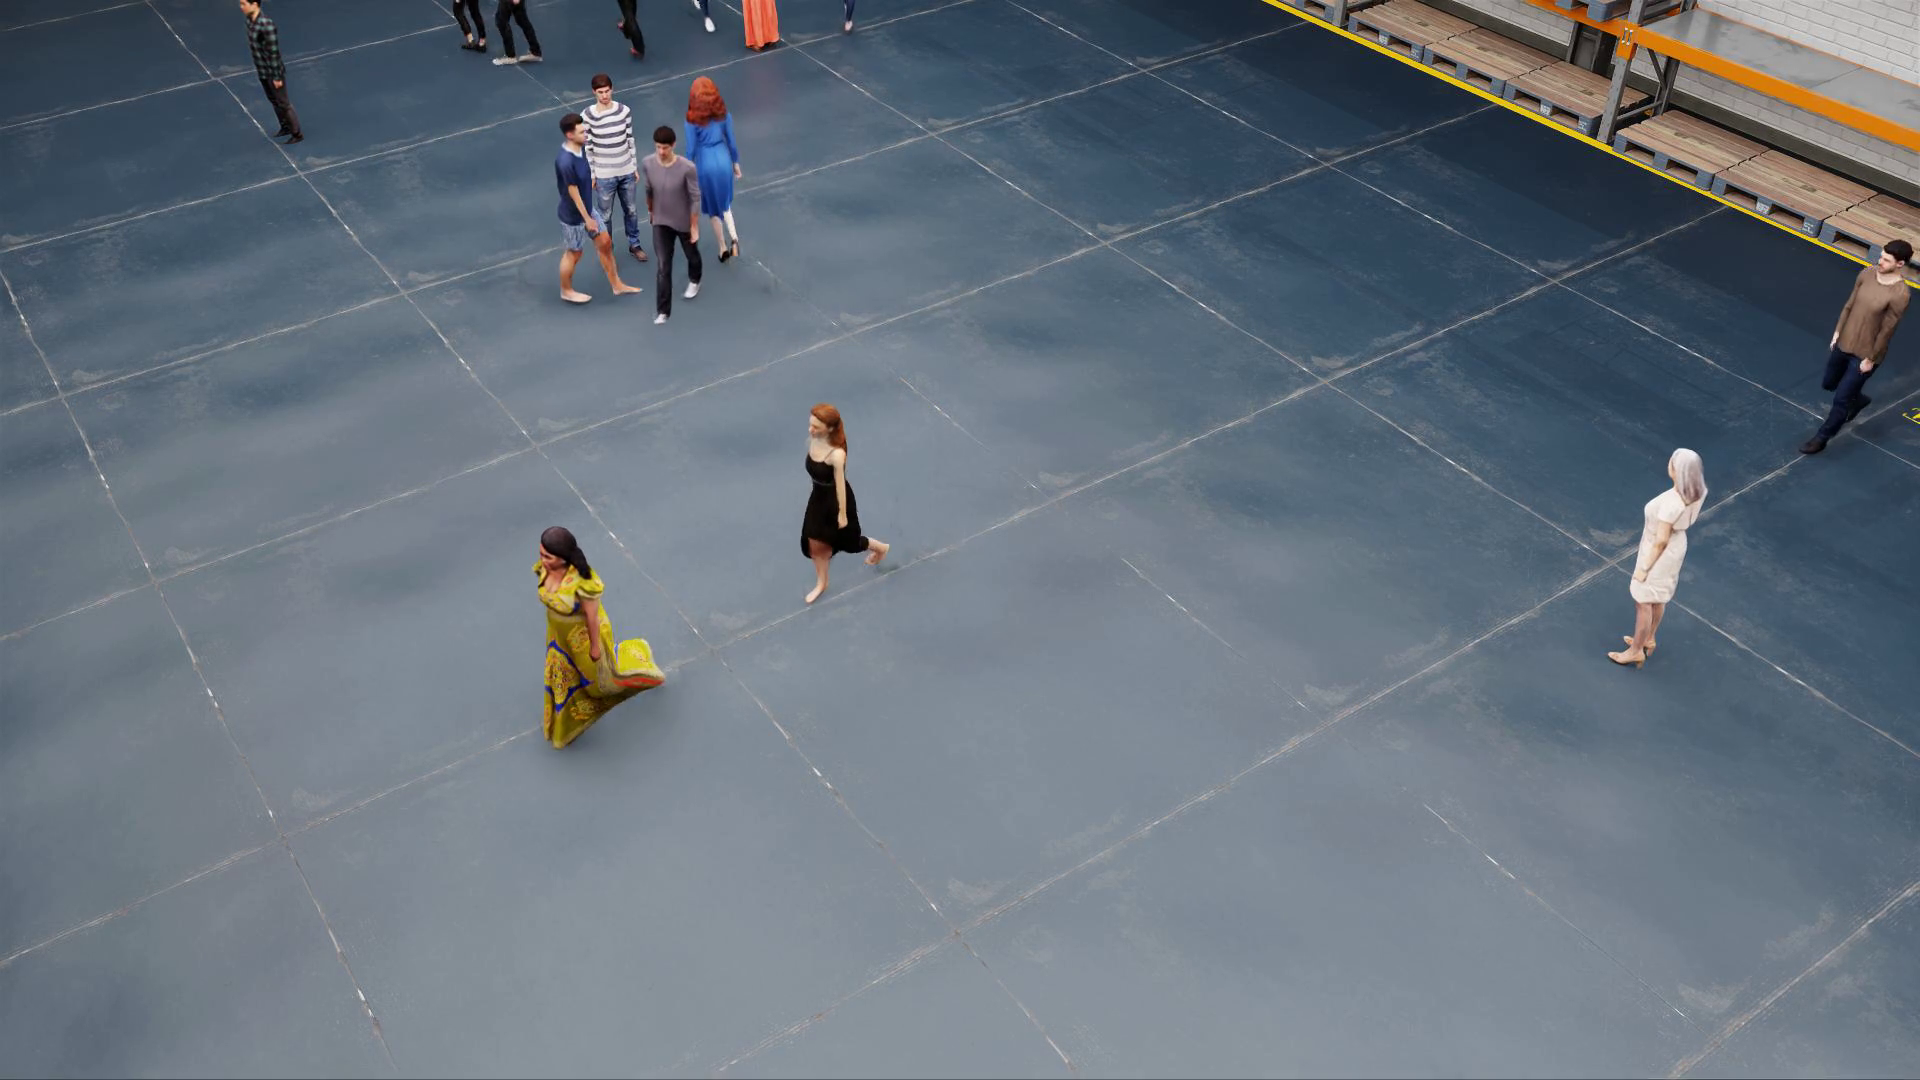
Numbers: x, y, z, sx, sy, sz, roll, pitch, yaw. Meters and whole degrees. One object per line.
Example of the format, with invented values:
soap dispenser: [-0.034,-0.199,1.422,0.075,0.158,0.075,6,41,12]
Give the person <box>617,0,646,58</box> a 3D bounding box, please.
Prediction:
person: [-3.863,-6.475,19.337,0.668,1.707,1.158,-23,44,-26]

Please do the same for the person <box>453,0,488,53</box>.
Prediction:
person: [-5.738,-6.430,19.469,0.630,1.472,0.626,26,45,29]

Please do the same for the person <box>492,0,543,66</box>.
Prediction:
person: [-5.061,-6.331,19.127,0.891,1.743,0.864,-3,39,-3]

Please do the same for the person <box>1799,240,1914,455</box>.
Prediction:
person: [7.099,-1.516,12.997,0.872,1.870,0.973,-11,40,-14]

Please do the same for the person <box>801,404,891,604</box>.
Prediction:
person: [-0.825,-0.293,11.681,0.709,1.601,0.905,-26,45,-29]

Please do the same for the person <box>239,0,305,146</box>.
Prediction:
person: [-7.296,-4.996,17.573,0.736,1.708,0.525,-31,48,-33]

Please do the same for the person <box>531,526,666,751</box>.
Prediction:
person: [-2.375,0.552,10.598,1.255,1.632,1.163,20,43,23]

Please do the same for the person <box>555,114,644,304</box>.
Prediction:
person: [-3.491,-2.927,14.810,1.078,1.812,1.020,7,39,9]

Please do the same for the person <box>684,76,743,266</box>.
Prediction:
person: [-2.223,-3.319,15.305,0.628,1.807,0.713,-22,43,-25]

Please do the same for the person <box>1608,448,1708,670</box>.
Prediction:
person: [4.652,0.131,11.044,0.632,1.734,0.598,-31,48,-33]

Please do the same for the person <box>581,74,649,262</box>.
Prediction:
person: [-3.220,-3.436,15.414,0.676,1.854,0.572,-18,42,-21]

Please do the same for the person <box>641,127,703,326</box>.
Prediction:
person: [-2.498,-2.855,14.739,1.196,1.789,1.291,4,39,5]

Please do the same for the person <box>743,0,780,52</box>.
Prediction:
person: [-2.402,-6.653,19.480,0.617,1.806,0.568,-25,45,-28]
